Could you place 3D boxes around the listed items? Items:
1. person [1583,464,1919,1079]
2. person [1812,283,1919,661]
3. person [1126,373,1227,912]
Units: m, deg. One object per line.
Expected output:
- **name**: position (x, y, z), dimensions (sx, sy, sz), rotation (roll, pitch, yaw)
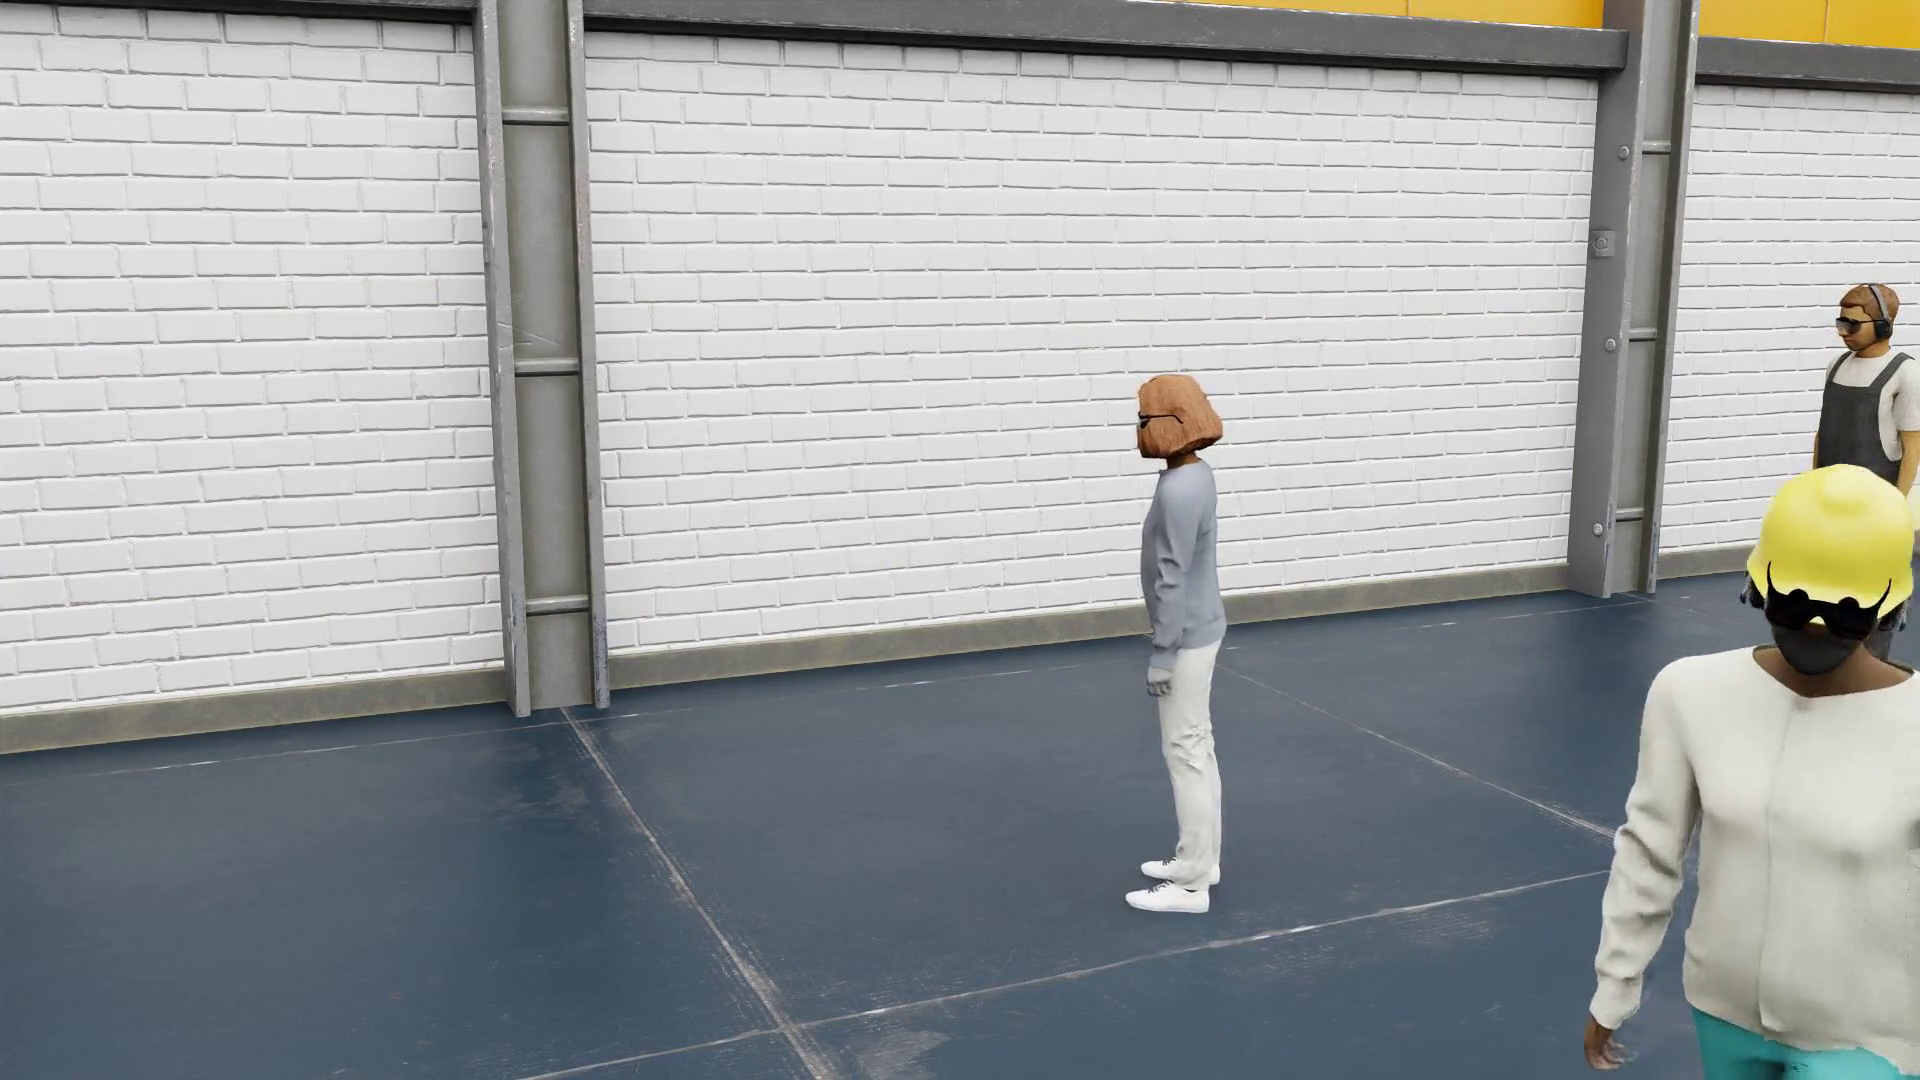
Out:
- **person**: position (1.194, 0.733, 2.438), dimensions (0.860, 1.703, 0.561), rotation (-8, 13, -37)
- **person**: position (3.794, -0.161, 7.050), dimensions (0.344, 1.839, 0.505), rotation (-3, 11, -17)
- **person**: position (0.661, 0.310, 5.043), dimensions (0.291, 1.623, 0.494), rotation (2, 11, 12)
